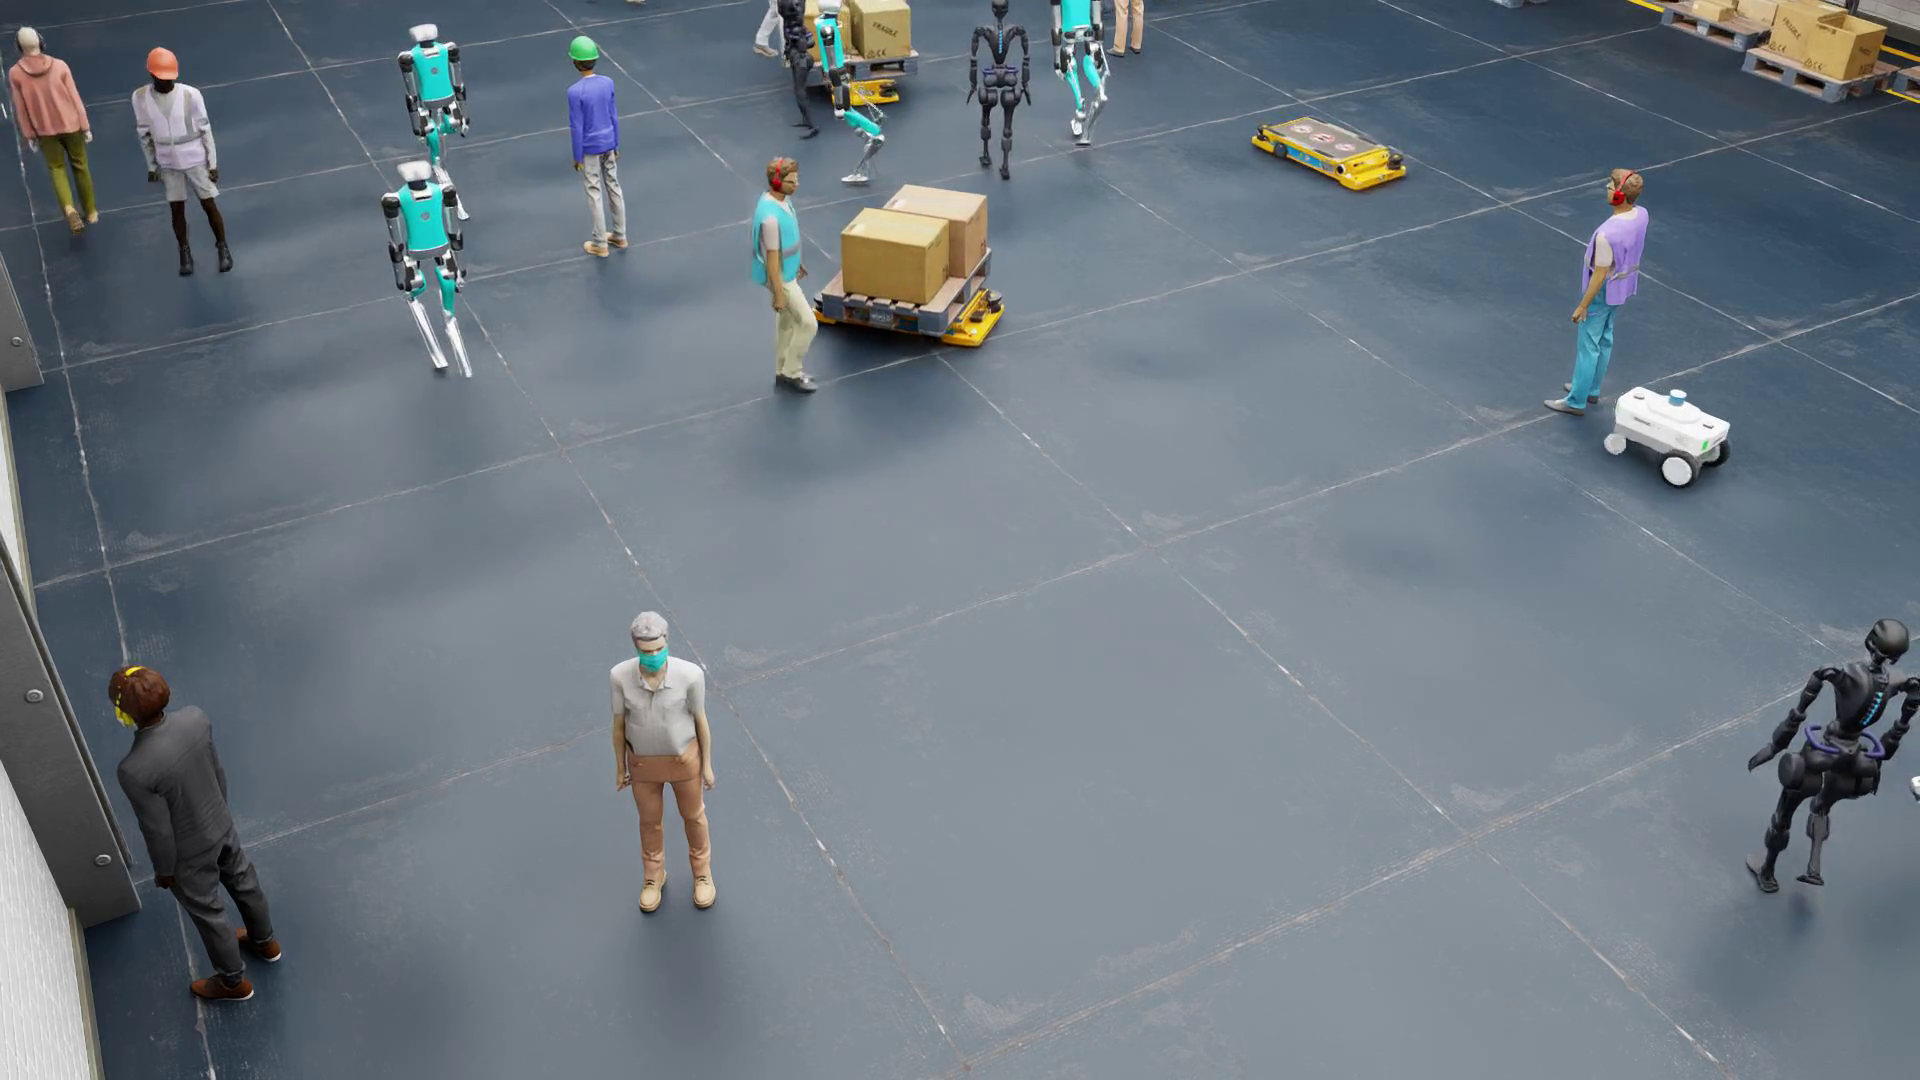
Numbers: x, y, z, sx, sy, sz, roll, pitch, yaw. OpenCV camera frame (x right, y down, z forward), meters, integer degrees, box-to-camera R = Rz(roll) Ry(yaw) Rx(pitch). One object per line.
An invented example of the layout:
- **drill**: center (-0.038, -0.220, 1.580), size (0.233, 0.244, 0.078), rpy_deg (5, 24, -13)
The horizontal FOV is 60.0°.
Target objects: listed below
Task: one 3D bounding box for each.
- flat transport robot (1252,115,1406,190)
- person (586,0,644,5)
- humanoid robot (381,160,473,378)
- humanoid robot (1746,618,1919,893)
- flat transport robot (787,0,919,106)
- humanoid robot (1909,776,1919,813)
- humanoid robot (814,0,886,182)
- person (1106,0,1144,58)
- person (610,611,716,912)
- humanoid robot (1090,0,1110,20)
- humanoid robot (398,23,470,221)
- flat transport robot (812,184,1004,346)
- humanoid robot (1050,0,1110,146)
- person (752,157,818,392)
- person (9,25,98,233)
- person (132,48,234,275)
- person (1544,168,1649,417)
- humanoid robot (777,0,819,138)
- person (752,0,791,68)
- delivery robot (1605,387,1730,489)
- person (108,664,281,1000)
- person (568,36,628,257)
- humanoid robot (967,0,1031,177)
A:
- **flat transport robot**: center (3.559, -3.764, 16.090), size (0.659, 0.231, 1.431), rpy_deg (-22, 40, -28)
- **person**: center (-4.233, -7.235, 19.837), size (0.872, 1.655, 0.550), rpy_deg (15, 38, 20)
- **humanoid robot**: center (-3.961, -2.007, 12.327), size (0.543, 1.800, 0.825), rpy_deg (-19, 39, -25)
- **humanoid robot**: center (4.153, 1.069, 7.964), size (0.614, 1.653, 0.392), rpy_deg (4, 35, 6)
- **flat transport robot**: center (-1.158, -4.983, 17.831), size (0.659, 0.231, 1.431), rpy_deg (-10, 36, -14)
- **humanoid robot**: center (4.967, 0.952, 7.961), size (0.735, 1.677, 0.533), rpy_deg (7, 36, 10)
- **humanoid robot**: center (-0.938, -4.029, 15.287), size (0.740, 1.896, 0.536), rpy_deg (-3, 35, -4)
- **person**: center (1.857, -6.164, 18.289), size (0.459, 1.676, 0.367), rpy_deg (-19, 39, -25)
- **person**: center (-1.412, 1.058, 7.915), size (0.468, 1.750, 0.321), rpy_deg (-2, 35, -3)
- **humanoid robot**: center (1.597, -6.883, 19.316), size (0.342, 1.638, 0.612), rpy_deg (10, 36, 14)
- **humanoid robot**: center (-4.750, -3.818, 14.932), size (0.530, 1.778, 1.028), rpy_deg (-21, 40, -27)
- **flat transport robot**: center (-0.419, -1.880, 13.399), size (1.431, 0.231, 0.659), rpy_deg (11, 37, 16)
- **humanoid robot**: center (1.222, -4.535, 15.953), size (0.533, 1.724, 1.014), rpy_deg (-10, 36, -14)
- **person**: center (-1.240, -1.917, 12.092), size (0.531, 1.823, 0.608), rpy_deg (-1, 35, -1)
- **person**: center (-7.830, -3.541, 14.424), size (0.531, 1.817, 0.680), rpy_deg (-16, 38, -21)
- **person**: center (-6.429, -3.121, 13.739), size (0.586, 1.914, 0.395), rpy_deg (-7, 36, -10)
- **person**: center (4.579, -1.743, 11.829), size (0.390, 1.845, 0.563), rpy_deg (28, 44, 34)
- **humanoid robot**: center (-1.611, -4.853, 16.419), size (0.338, 1.643, 0.614), rpy_deg (-13, 37, -18)
- **person**: center (-2.014, -6.119, 18.092), size (0.587, 1.837, 0.613), rpy_deg (-6, 35, -8)
- **delivery robot**: center (4.937, -0.738, 11.538), size (0.499, 0.614, 0.802), rpy_deg (-27, 43, -33)
- **person**: center (-3.439, 1.315, 7.440), size (0.356, 1.875, 0.492), rpy_deg (9, 36, 13)
- **person**: center (-3.081, -3.323, 14.078), size (0.360, 1.869, 0.462), rpy_deg (26, 43, 32)
- **humanoid robot**: center (0.366, -4.238, 15.544), size (0.609, 1.637, 0.455), rpy_deg (-3, 35, -4)
